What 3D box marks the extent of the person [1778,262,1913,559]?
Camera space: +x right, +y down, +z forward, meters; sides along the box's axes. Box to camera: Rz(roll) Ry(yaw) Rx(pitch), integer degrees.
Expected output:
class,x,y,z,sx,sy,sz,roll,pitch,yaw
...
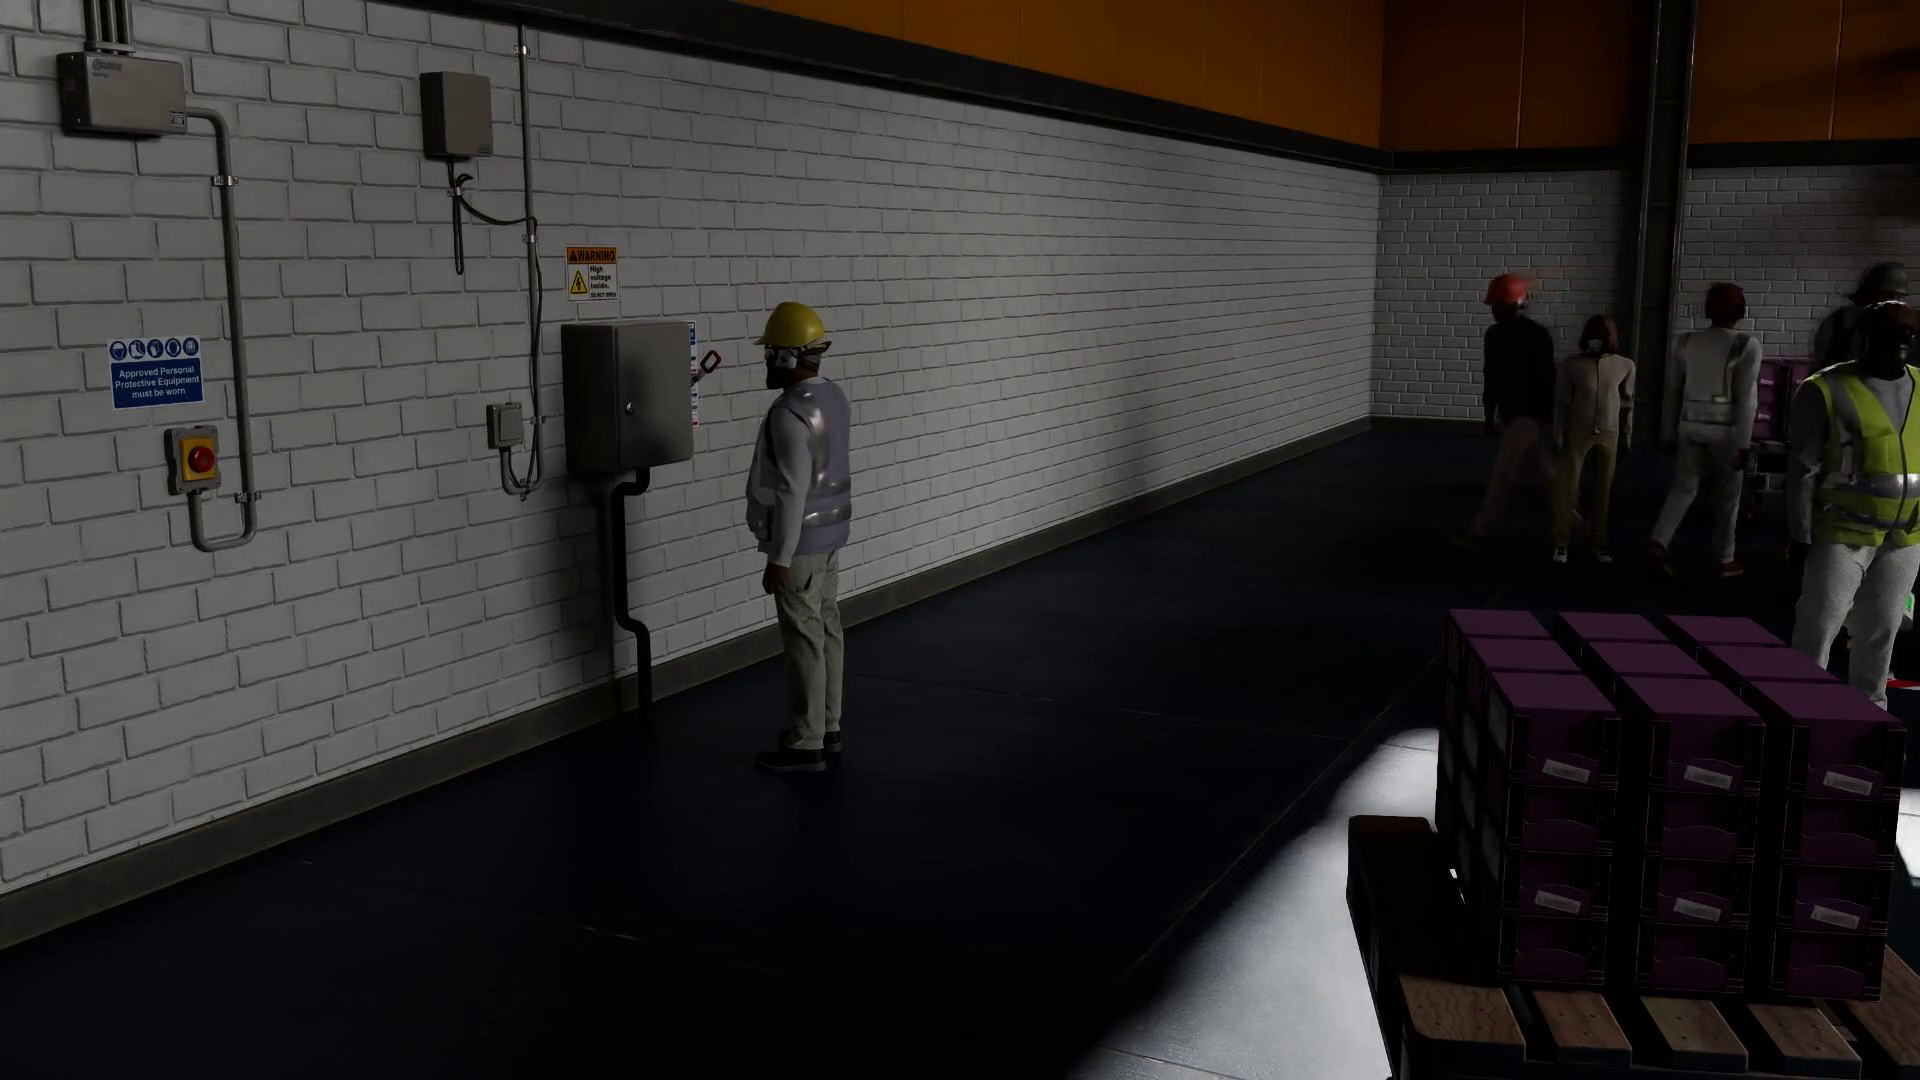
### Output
class,x,y,z,sx,sy,sz,roll,pitch,yaw
person,5.885,-0.865,10.881,1.061,2.000,0.690,-4,11,-22

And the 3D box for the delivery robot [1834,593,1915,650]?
class,x,y,z,sx,sy,sz,roll,pitch,yaw
delivery robot,4.494,0.280,8.278,0.477,0.478,0.707,3,10,19

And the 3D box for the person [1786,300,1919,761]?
class,x,y,z,sx,sy,sz,roll,pitch,yaw
person,3.588,-0.023,6.587,0.634,1.841,0.429,-1,10,-4

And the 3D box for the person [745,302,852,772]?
class,x,y,z,sx,sy,sz,roll,pitch,yaw
person,-0.635,-0.009,6.523,0.403,1.834,0.589,2,10,14

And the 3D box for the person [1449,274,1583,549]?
class,x,y,z,sx,sy,sz,roll,pitch,yaw
person,3.942,-0.905,11.574,1.185,1.902,0.638,-4,10,-19

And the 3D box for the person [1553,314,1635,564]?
class,x,y,z,sx,sy,sz,roll,pitch,yaw
person,4.117,-0.653,10.831,0.506,1.631,0.281,1,10,6

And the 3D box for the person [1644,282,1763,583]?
class,x,y,z,sx,sy,sz,roll,pitch,yaw
person,4.570,-0.651,10.205,0.897,1.855,0.591,-7,12,-36
